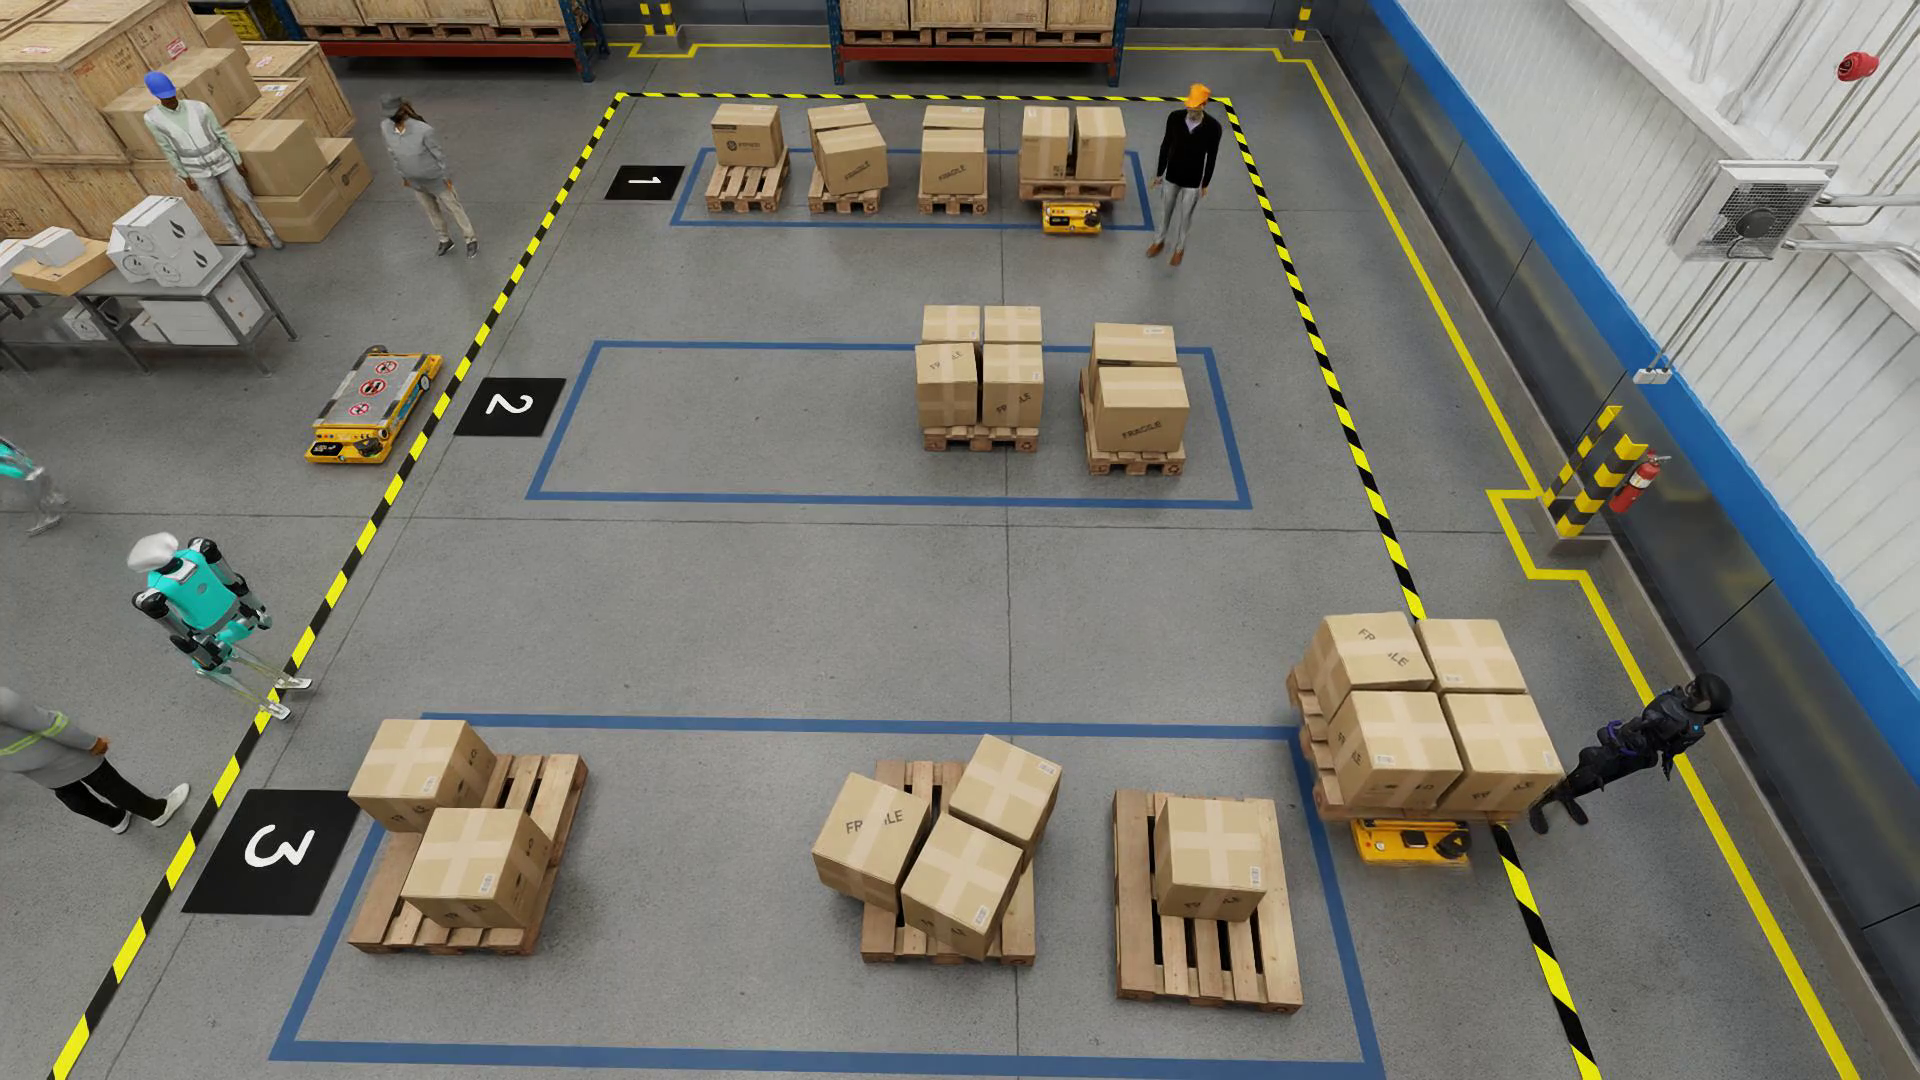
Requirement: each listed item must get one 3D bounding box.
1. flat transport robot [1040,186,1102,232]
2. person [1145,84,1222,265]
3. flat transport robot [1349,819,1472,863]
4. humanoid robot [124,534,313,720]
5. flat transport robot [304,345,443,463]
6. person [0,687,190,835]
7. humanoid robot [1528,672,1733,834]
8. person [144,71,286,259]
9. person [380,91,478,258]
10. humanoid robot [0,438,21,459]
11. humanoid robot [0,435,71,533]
[{"bbox_3d":[1.286,-4.103,10.820,0.652,0.197,1.431,1,50,1],"label":"flat transport robot"},{"bbox_3d":[2.307,-3.762,9.493,0.589,1.882,0.380,25,54,20],"label":"person"},{"bbox_3d":[2.855,1.424,6.144,0.652,0.197,1.431,1,50,1],"label":"flat transport robot"},{"bbox_3d":[-4.836,0.547,5.856,0.735,1.675,0.533,9,50,8],"label":"humanoid robot"},{"bbox_3d":[-5.383,-1.269,8.441,0.659,0.231,1.431,1,50,1],"label":"flat transport robot"},{"bbox_3d":[-5.338,1.183,5.331,0.587,1.848,0.396,-6,50,-5],"label":"person"},{"bbox_3d":[3.925,1.262,5.369,0.599,1.653,0.315,-7,50,-6],"label":"humanoid robot"},{"bbox_3d":[-7.819,-3.894,9.570,0.602,1.939,0.412,-31,56,-24],"label":"person"},{"bbox_3d":[-5.591,-3.822,9.618,0.561,1.768,0.400,3,50,3],"label":"person"},{"bbox_3d":[-8.546,-1.321,7.568,0.610,1.644,0.479,-6,50,-5],"label":"humanoid robot"},{"bbox_3d":[-7.615,-0.795,7.043,0.740,1.724,0.548,3,50,3],"label":"humanoid robot"}]
